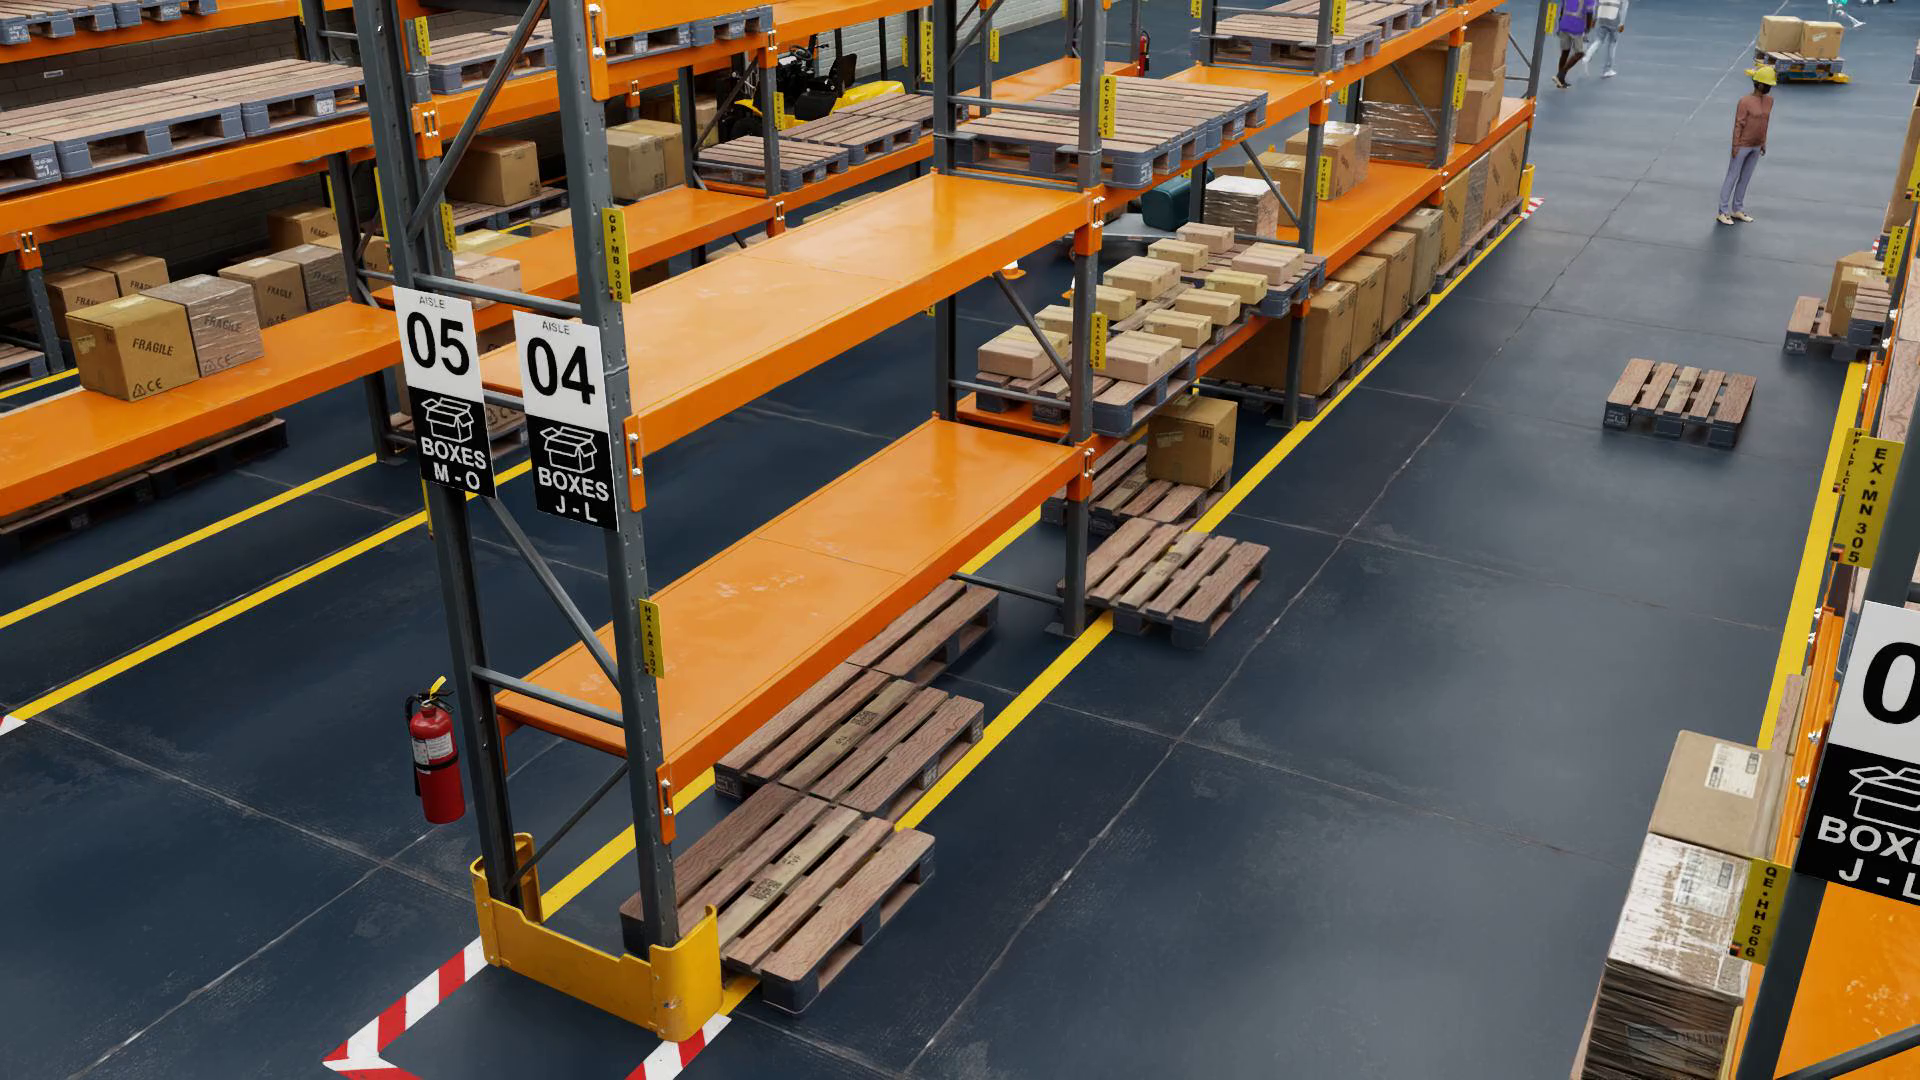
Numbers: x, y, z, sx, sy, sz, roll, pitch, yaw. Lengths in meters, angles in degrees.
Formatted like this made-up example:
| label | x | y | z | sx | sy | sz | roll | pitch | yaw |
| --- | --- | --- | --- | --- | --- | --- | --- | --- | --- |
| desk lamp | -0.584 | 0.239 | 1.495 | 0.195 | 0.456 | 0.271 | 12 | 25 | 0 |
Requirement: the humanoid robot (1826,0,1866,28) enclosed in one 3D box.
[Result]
| label | x | y | z | sx | sy | sz | roll | pitch | yaw |
| --- | --- | --- | --- | --- | --- | --- | --- | --- | --- |
| humanoid robot | 16.783 | -10.482 | 31.440 | 1.017 | 1.724 | 0.544 | 3 | 26 | 5 |

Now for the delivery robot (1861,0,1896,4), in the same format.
| label | x | y | z | sx | sy | sz | roll | pitch | yaw |
| --- | --- | --- | --- | --- | --- | --- | --- | --- | --- |
| delivery robot | 19.533 | -11.671 | 35.283 | 0.801 | 0.612 | 0.499 | -16 | 30 | -29 |

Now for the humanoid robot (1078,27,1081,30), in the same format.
| label | x | y | z | sx | sy | sz | roll | pitch | yaw |
| --- | --- | --- | --- | --- | --- | --- | --- | --- | --- |
| humanoid robot | 2.254 | -10.477 | 31.450 | 0.540 | 1.810 | 0.716 | 10 | 27 | 20 |

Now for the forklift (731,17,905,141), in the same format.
| label | x | y | z | sx | sy | sz | roll | pitch | yaw |
| --- | --- | --- | --- | --- | --- | --- | --- | --- | --- |
| forklift | -1.819 | -5.975 | 21.543 | 2.313 | 2.155 | 1.214 | 14 | 29 | 26 |

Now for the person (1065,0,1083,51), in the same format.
| label | x | y | z | sx | sy | sz | roll | pitch | yaw |
| --- | --- | --- | --- | --- | --- | --- | --- | --- | --- |
| person | 2.227 | -9.565 | 29.353 | 0.971 | 1.889 | 0.644 | 18 | 31 | 33 |

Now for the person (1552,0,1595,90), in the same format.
| label | x | y | z | sx | sy | sz | roll | pitch | yaw |
| --- | --- | --- | --- | --- | --- | --- | --- | --- | --- |
| person | 9.622 | -8.030 | 26.102 | 0.550 | 1.936 | 0.644 | -13 | 29 | -25 |

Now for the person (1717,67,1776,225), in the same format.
| label | x | y | z | sx | sy | sz | roll | pitch | yaw |
| --- | --- | --- | --- | --- | --- | --- | --- | --- | --- |
| person | 8.995 | -4.494 | 18.957 | 0.522 | 1.766 | 0.313 | -12 | 28 | -24 |

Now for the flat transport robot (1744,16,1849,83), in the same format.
| label | x | y | z | sx | sy | sz | roll | pitch | yaw |
| --- | --- | --- | --- | --- | --- | --- | --- | --- | --- |
| flat transport robot | 13.724 | -7.672 | 27.283 | 1.431 | 0.231 | 0.659 | 2 | 26 | 5 |

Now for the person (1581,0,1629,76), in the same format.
| label | x | y | z | sx | sy | sz | roll | pitch | yaw |
| --- | --- | --- | --- | --- | --- | --- | --- | --- | --- |
| person | 10.590 | -8.531 | 27.205 | 0.734 | 1.890 | 0.591 | -20 | 32 | -35 |
